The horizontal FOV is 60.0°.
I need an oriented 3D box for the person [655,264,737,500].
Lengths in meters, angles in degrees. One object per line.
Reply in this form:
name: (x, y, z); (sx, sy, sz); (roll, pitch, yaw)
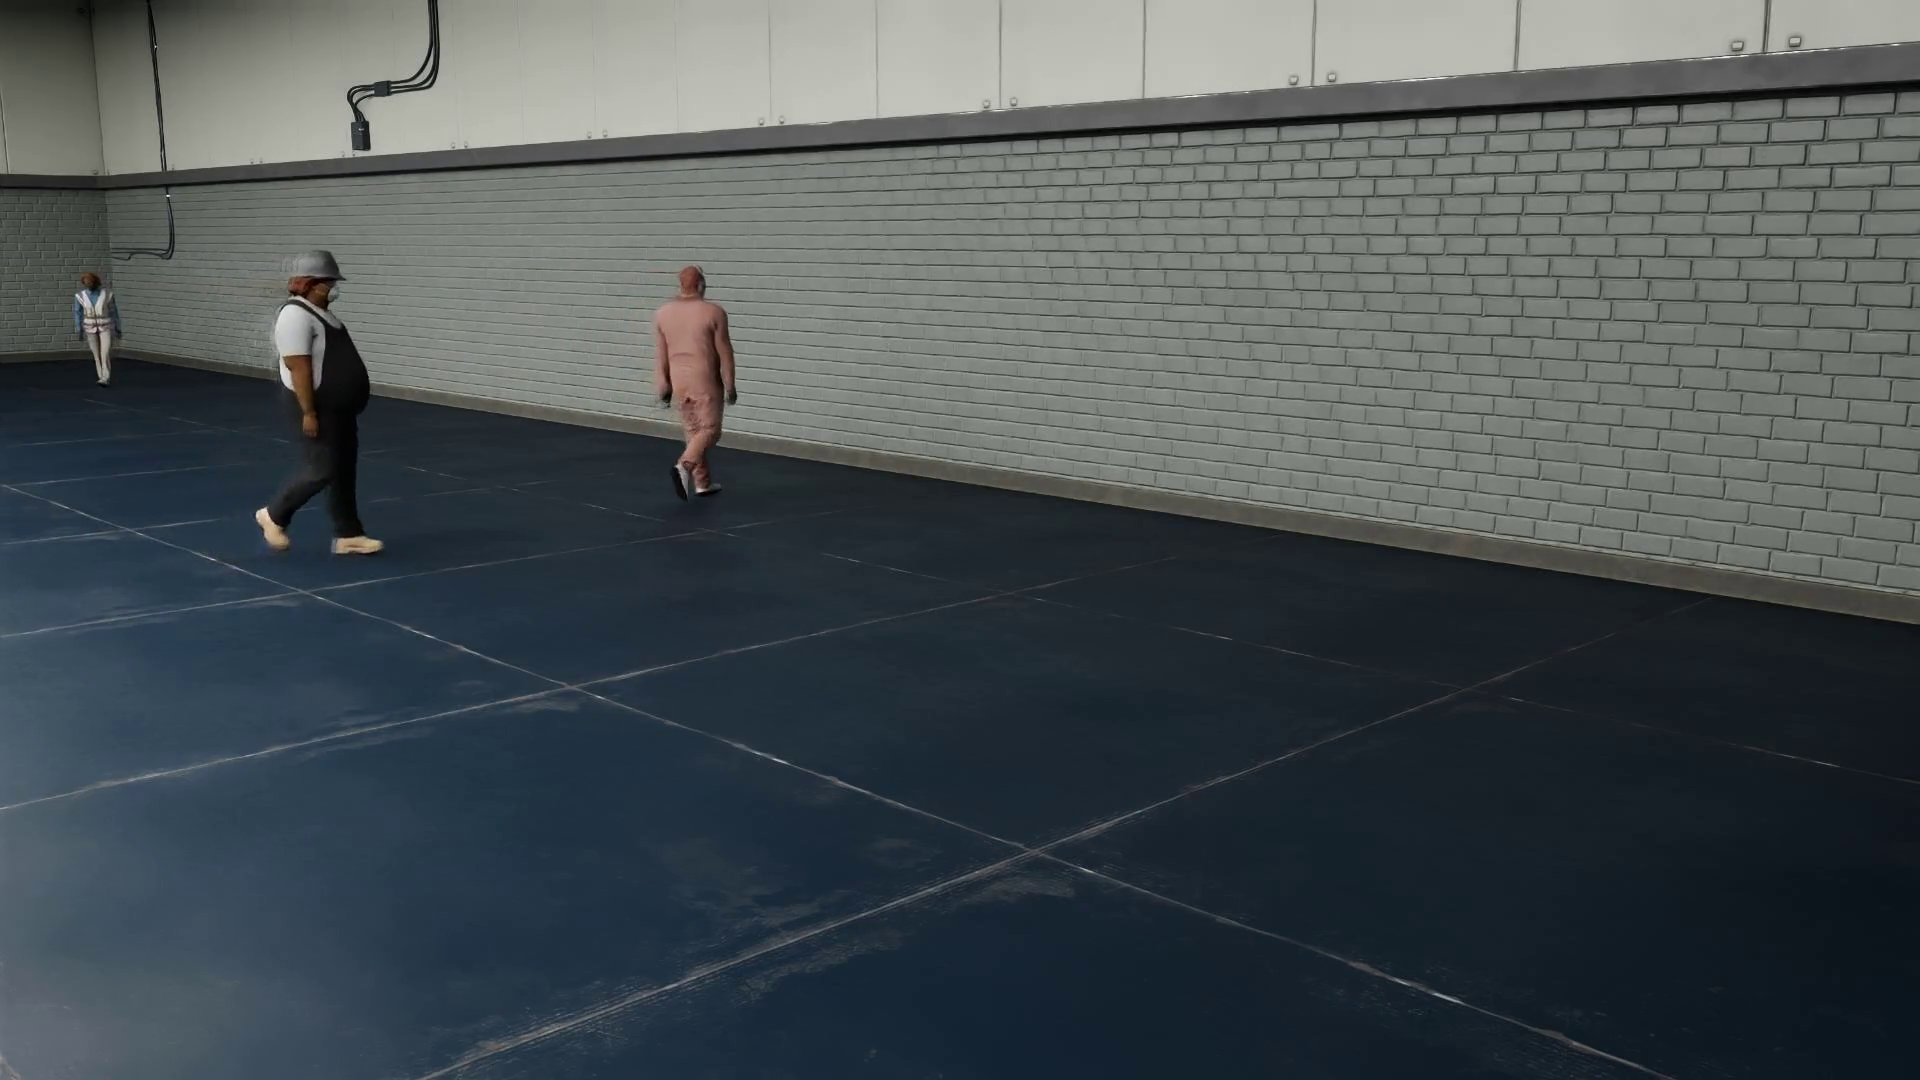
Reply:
person: (-2.133, -1.258, 13.323); (0.649, 1.886, 0.797); (5, 12, 26)

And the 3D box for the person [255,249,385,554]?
person: (-4.218, -0.874, 10.908); (0.684, 2.000, 0.691); (0, 10, -1)

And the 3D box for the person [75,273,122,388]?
person: (-11.922, -2.896, 23.041); (0.548, 1.592, 0.887); (-3, 11, -15)
